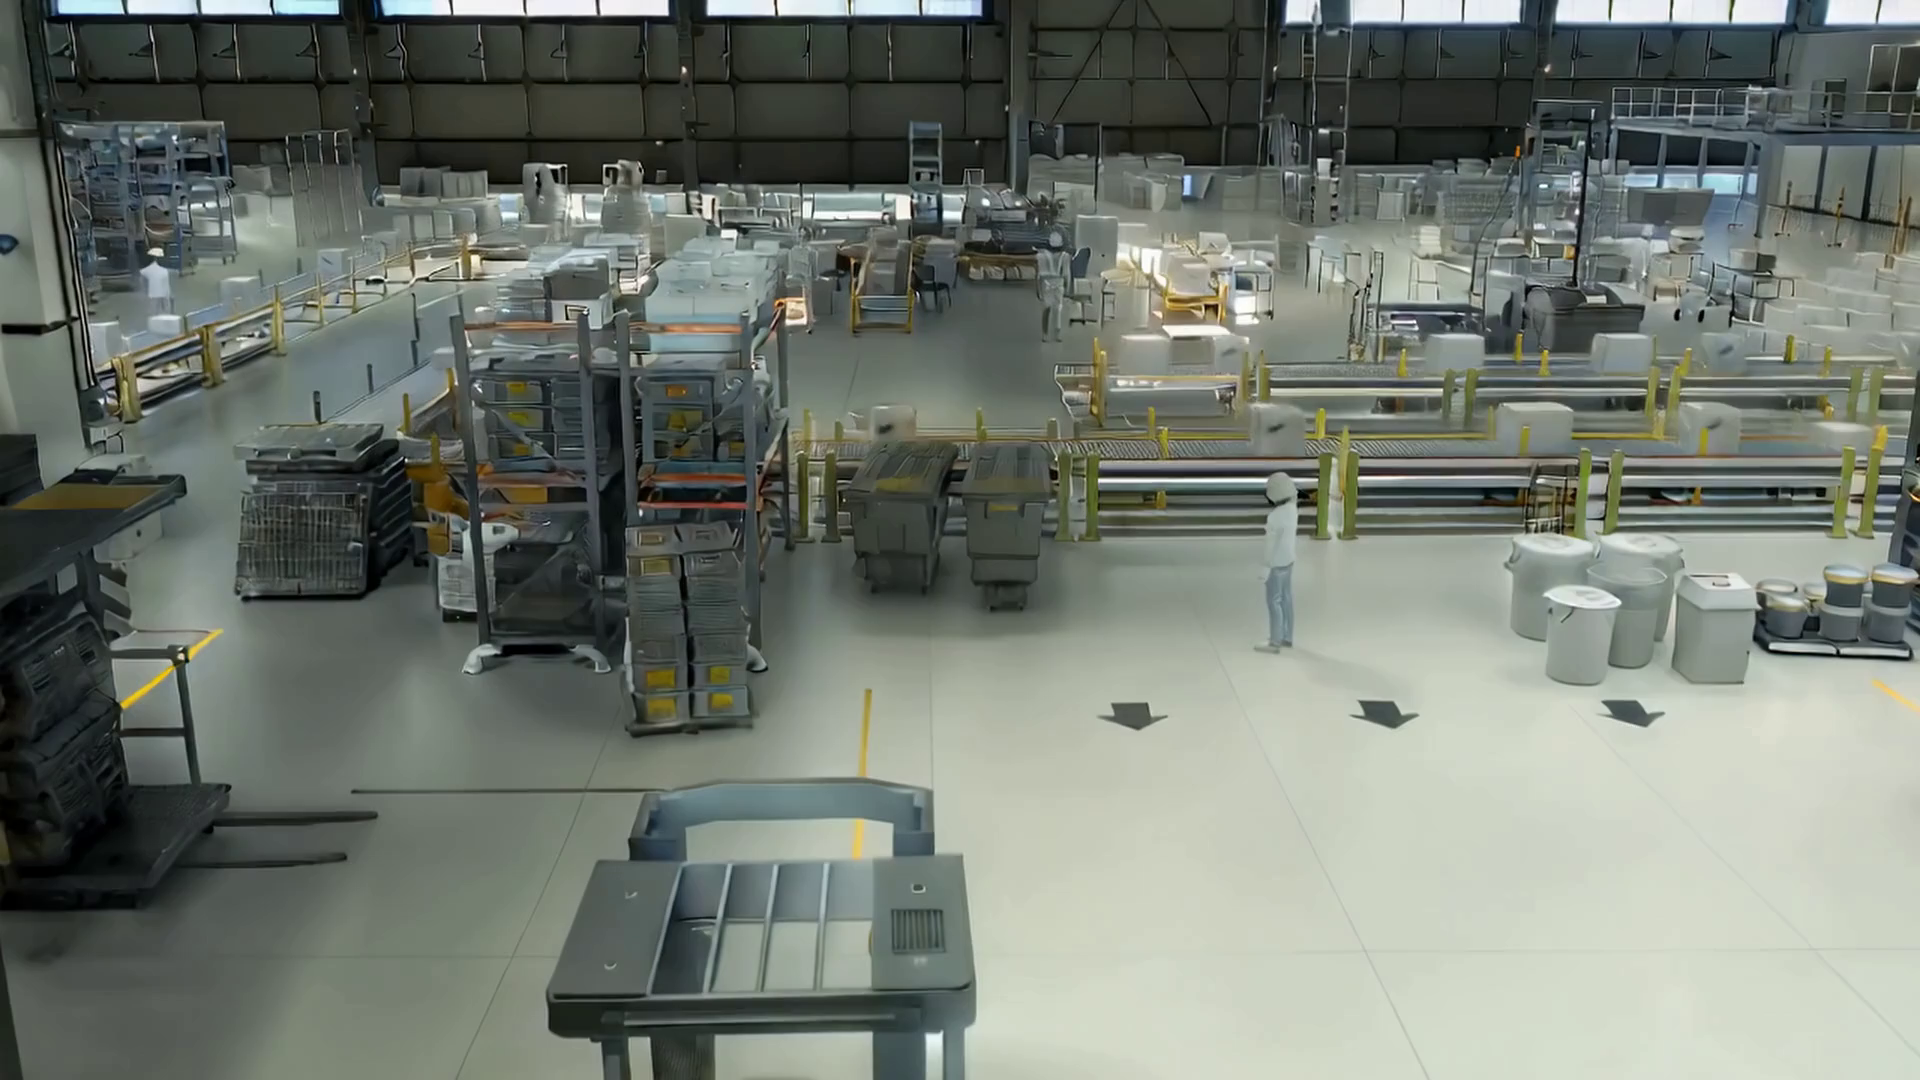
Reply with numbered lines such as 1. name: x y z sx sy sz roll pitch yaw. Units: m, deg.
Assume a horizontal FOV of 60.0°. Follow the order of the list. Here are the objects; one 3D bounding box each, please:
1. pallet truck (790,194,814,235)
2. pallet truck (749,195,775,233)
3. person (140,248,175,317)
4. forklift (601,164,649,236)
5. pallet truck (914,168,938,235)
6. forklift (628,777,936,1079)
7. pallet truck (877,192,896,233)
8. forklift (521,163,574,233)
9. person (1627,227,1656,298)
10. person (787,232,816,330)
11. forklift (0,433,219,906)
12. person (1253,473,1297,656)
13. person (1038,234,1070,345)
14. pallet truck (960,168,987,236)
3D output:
1. pallet truck: -4.814 -9.883 50.259 0.704 1.261 1.522 -1 16 -3
2. pallet truck: -6.051 -9.967 50.660 0.680 1.201 1.601 0 16 -1
3. person: -14.819 -4.509 30.761 0.551 1.752 0.369 0 16 1
4. forklift: -9.948 -10.127 49.296 1.157 1.987 2.680 -1 16 -3
5. pallet truck: -0.989 -10.316 50.507 0.823 1.965 1.885 1 16 3
6. forklift: -0.542 2.165 5.552 1.129 2.768 1.873 -1 16 -2
7. pallet truck: -2.277 -9.986 50.594 0.653 1.274 1.630 0 16 -1
8. forklift: -12.233 -10.122 49.298 1.157 1.987 2.680 0 16 -1
9. person: 14.190 -5.657 34.724 0.636 1.769 0.613 -9 18 -27
10. person: -3.105 -5.043 32.364 0.637 1.900 0.404 8 18 25
11. forklift: -5.952 0.780 10.366 1.873 2.768 1.129 0 16 -1
12. person: 2.791 0.208 14.592 0.281 1.624 0.493 10 19 31
13. person: 1.739 -4.596 30.547 0.615 2.039 0.387 -4 16 -12
14. pallet truck: 0.383 -10.230 50.206 0.823 1.965 1.885 -1 16 -3
